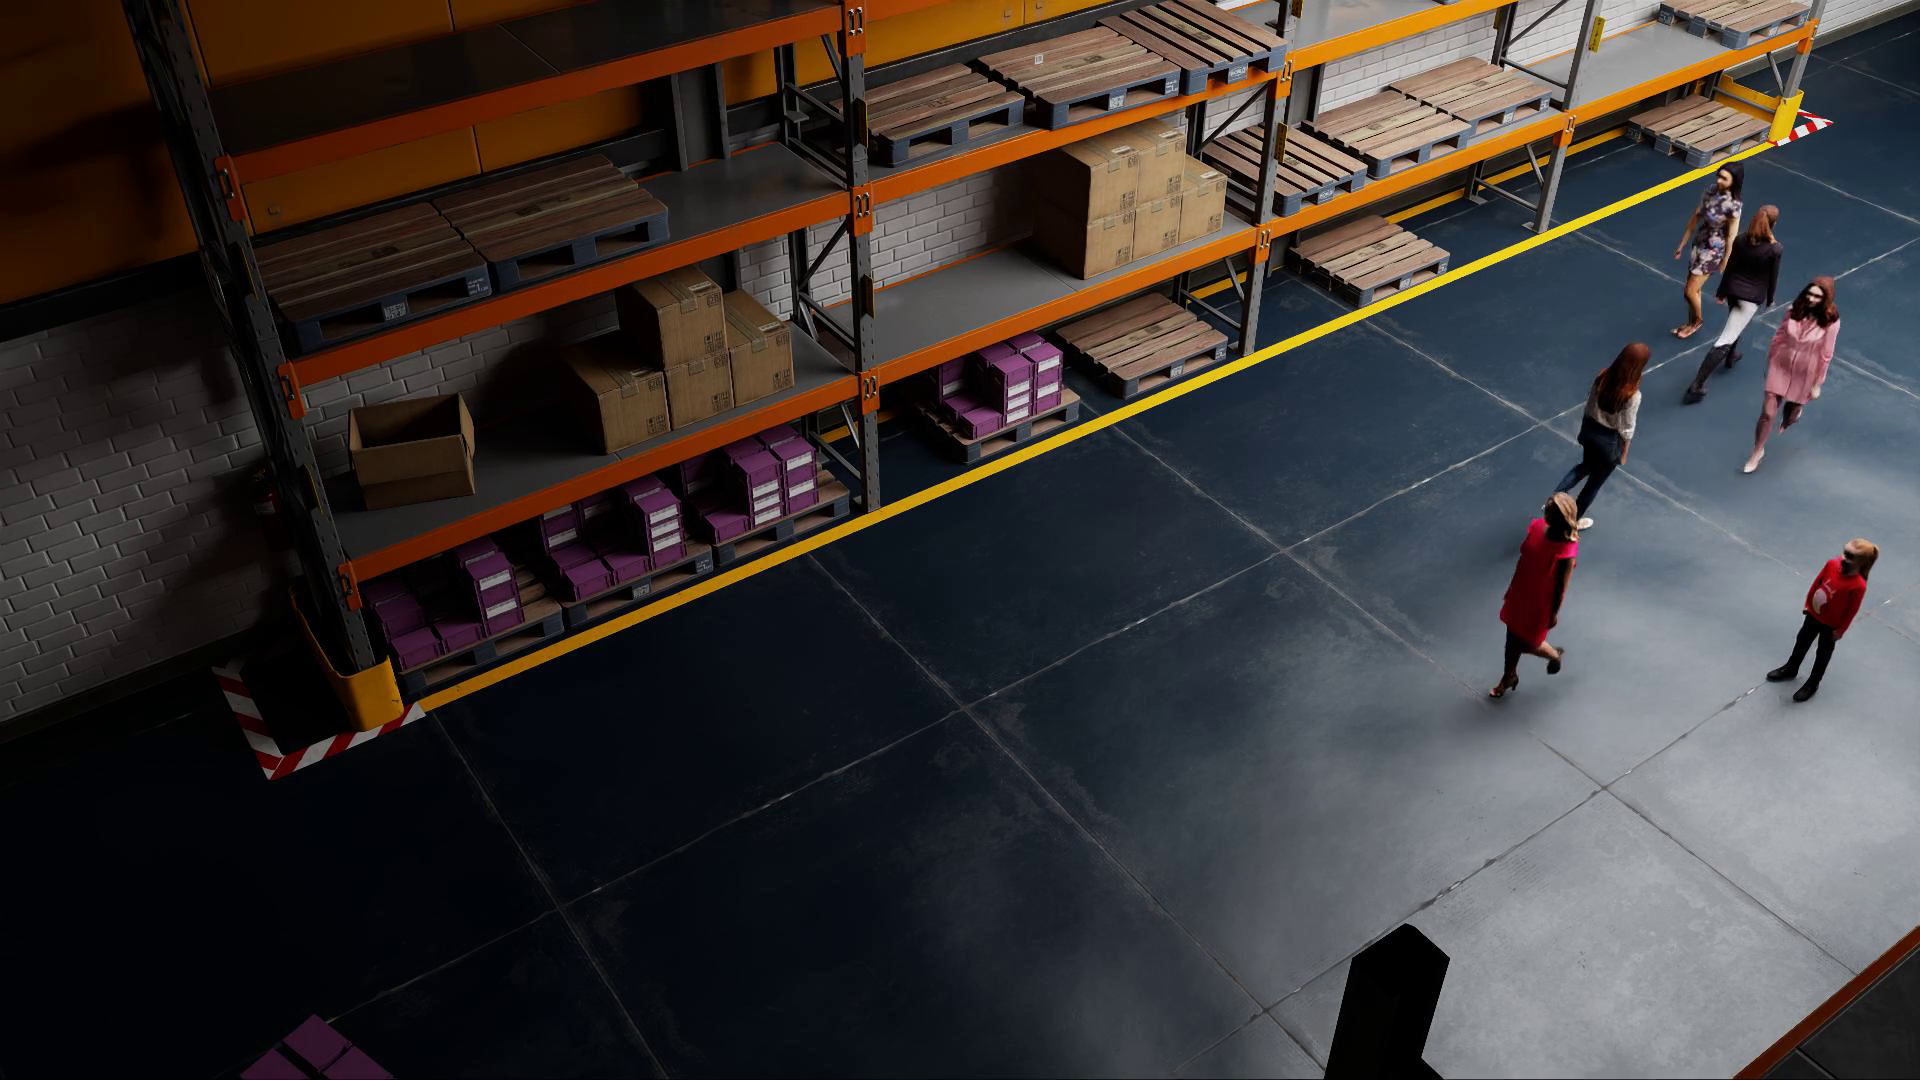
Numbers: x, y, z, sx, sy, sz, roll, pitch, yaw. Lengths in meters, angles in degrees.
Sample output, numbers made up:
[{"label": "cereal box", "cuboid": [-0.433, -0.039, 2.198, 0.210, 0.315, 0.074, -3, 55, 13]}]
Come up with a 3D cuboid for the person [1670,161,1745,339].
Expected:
[{"label": "person", "cuboid": [6.683, -2.552, 14.693, 0.711, 1.717, 0.675, -9, 39, -11]}]

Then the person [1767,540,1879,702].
[{"label": "person", "cuboid": [5.845, 0.512, 11.205, 0.545, 1.281, 0.528, -16, 41, -19]}]

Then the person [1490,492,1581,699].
[{"label": "person", "cuboid": [3.889, 0.365, 11.044, 0.859, 1.713, 0.678, -15, 41, -18]}]

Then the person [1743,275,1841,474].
[{"label": "person", "cuboid": [6.605, -1.327, 13.115, 0.992, 1.773, 0.750, -28, 46, -31]}]

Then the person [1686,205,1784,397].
[{"label": "person", "cuboid": [6.532, -1.964, 13.986, 1.199, 1.680, 0.557, -25, 45, -28]}]

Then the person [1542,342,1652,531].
[{"label": "person", "cuboid": [4.731, -0.712, 12.392, 0.760, 1.713, 0.623, -21, 43, -25]}]
